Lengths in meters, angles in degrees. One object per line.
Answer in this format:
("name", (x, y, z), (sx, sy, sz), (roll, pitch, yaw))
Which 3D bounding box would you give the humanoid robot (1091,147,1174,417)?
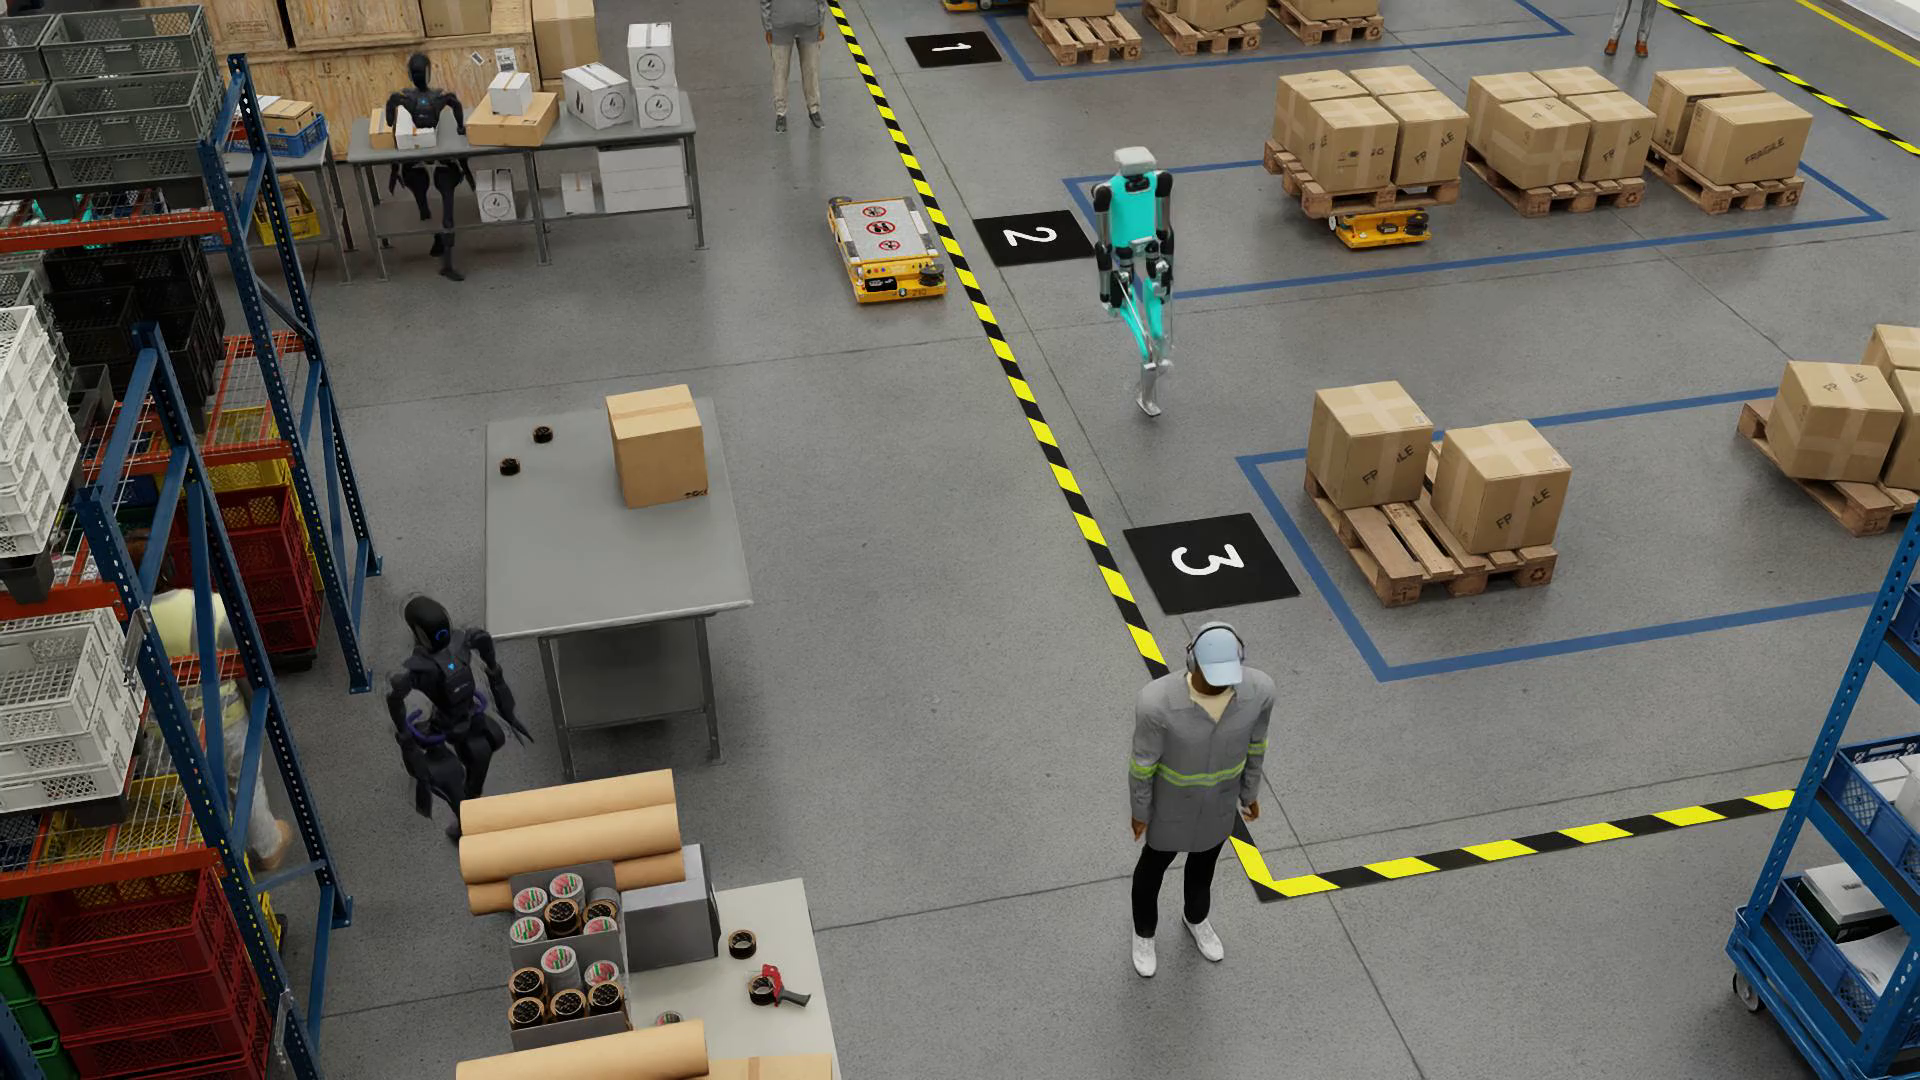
("humanoid robot", (1.173, -1.487, 10.334), (0.552, 1.791, 0.798), (-15, 39, -19))

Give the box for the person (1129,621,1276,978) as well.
("person", (0.970, 1.061, 6.801), (0.589, 1.852, 0.397), (-8, 37, -10))

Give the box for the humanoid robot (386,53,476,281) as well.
("humanoid robot", (-3.864, -2.732, 12.088), (0.613, 1.632, 0.693), (-10, 38, -13))

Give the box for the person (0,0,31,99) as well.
("person", (-8.397, -4.544, 14.256), (0.386, 1.946, 0.602), (8, 37, 11))

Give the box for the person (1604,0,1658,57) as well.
("person", (6.479, -5.468, 15.556), (0.586, 1.877, 0.394), (11, 38, 14))

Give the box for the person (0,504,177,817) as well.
("person", (-3.934, 0.529, 7.531), (0.589, 1.833, 0.404), (4, 37, 5))

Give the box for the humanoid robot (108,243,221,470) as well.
("humanoid robot", (-4.699, -1.130, 9.895), (0.412, 1.642, 0.589), (-28, 45, -32))

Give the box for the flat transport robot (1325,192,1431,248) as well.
("flat transport robot", (3.134, -2.740, 13.213), (0.652, 0.197, 1.431), (-8, 37, -10))

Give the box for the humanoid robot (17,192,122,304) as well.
("humanoid robot", (-5.262, -1.389, 10.111), (0.530, 1.690, 0.750), (-15, 39, -19))

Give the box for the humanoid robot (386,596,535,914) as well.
("humanoid robot", (-2.126, 0.885, 7.208), (0.765, 1.634, 0.605), (26, 44, 30))

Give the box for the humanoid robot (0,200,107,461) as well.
("humanoid robot", (-5.257, -1.132, 9.815), (0.678, 1.759, 0.540), (20, 41, 25))

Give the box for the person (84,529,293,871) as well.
("person", (-3.330, 0.739, 7.255), (0.621, 1.834, 0.432), (-7, 37, -9))

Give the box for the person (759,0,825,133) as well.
("person", (-1.418, -4.376, 14.177), (0.562, 1.769, 0.400), (-10, 38, -13))

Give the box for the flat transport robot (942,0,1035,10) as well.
("flat transport robot", (0.503, -5.739, 17.244), (1.431, 0.197, 0.652), (-8, 37, -10))

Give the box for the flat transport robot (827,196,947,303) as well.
("flat transport robot", (-0.570, -2.220, 12.538), (0.659, 0.231, 1.431), (-8, 37, -10))
